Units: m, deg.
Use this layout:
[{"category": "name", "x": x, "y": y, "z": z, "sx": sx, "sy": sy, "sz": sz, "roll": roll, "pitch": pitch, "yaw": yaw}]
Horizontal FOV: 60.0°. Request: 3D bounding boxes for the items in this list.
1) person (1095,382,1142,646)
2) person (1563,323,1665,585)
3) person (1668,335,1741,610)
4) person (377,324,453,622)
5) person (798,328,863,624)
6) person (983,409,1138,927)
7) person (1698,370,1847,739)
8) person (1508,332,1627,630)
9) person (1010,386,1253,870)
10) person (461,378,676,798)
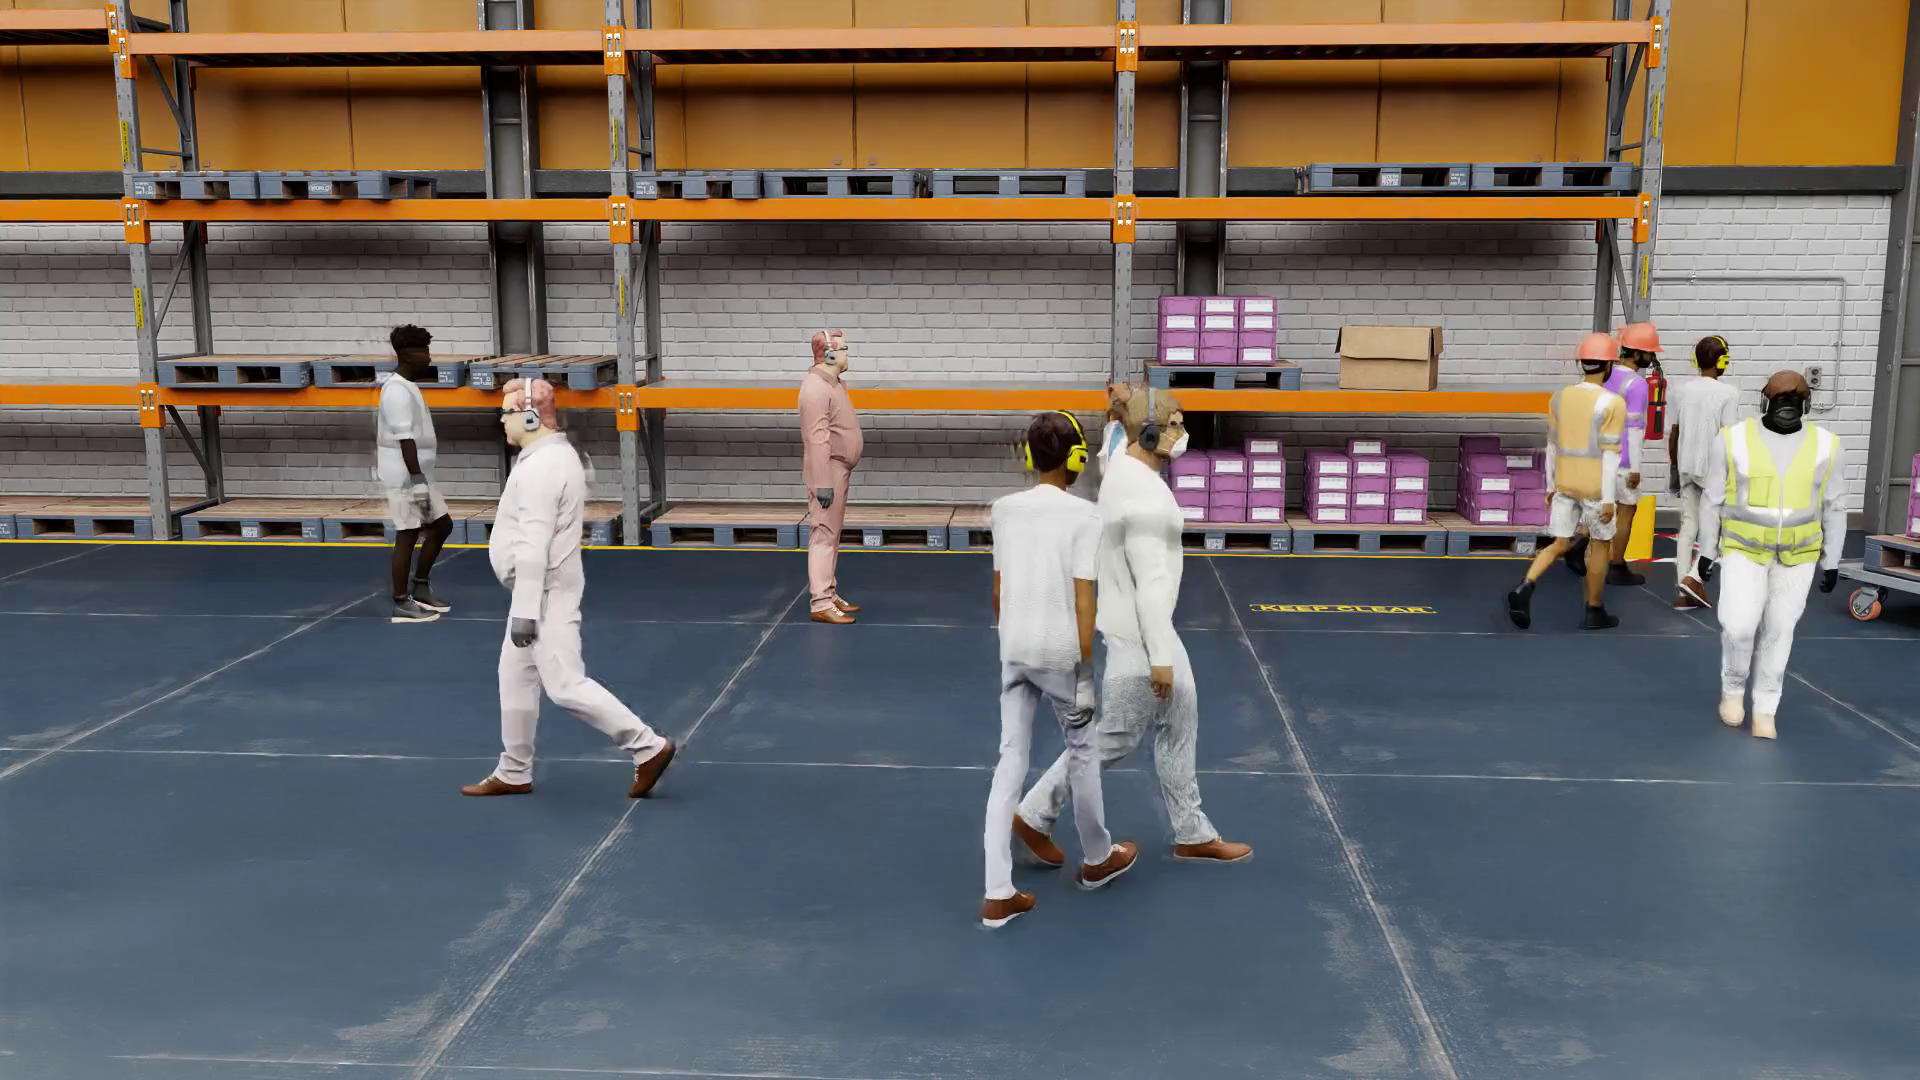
[{"category": "person", "x": 0.993, "y": -0.156, "z": 10.141, "sx": 0.360, "sy": 1.623, "sz": 0.547, "roll": -5, "pitch": 11, "yaw": -25}, {"category": "person", "x": 4.703, "y": -0.599, "z": 11.916, "sx": 0.526, "sy": 1.913, "sz": 0.572, "roll": -1, "pitch": 10, "yaw": -8}, {"category": "person", "x": 5.006, "y": -0.440, "z": 11.154, "sx": 0.389, "sy": 1.856, "sz": 0.559, "roll": -6, "pitch": 11, "yaw": -32}, {"category": "person", "x": -3.514, "y": -0.421, "z": 10.792, "sx": 0.503, "sy": 1.950, "sz": 0.603, "roll": -1, "pitch": 10, "yaw": -7}, {"category": "person", "x": -0.835, "y": -0.418, "z": 10.864, "sx": 0.410, "sy": 1.913, "sz": 0.651, "roll": 0, "pitch": 10, "yaw": 2}, {"category": "person", "x": 0.365, "y": 0.443, "z": 6.085, "sx": 0.520, "sy": 1.817, "sz": 0.913, "roll": 7, "pitch": 12, "yaw": 36}, {"category": "person", "x": 4.003, "y": 0.075, "z": 8.213, "sx": 0.653, "sy": 1.829, "sz": 0.448, "roll": 3, "pitch": 10, "yaw": 15}, {"category": "person", "x": 3.856, "y": -0.344, "z": 10.451, "sx": 0.824, "sy": 1.914, "sz": 0.552, "roll": -6, "pitch": 11, "yaw": -31}, {"category": "person", "x": 0.633, "y": 0.357, "z": 6.373, "sx": 0.967, "sy": 1.905, "sz": 0.643, "roll": 0, "pitch": 10, "yaw": 0}, {"category": "person", "x": -1.720, "y": 0.230, "z": 7.209, "sx": 0.884, "sy": 1.876, "sz": 0.637, "roll": -1, "pitch": 10, "yaw": -9}]
